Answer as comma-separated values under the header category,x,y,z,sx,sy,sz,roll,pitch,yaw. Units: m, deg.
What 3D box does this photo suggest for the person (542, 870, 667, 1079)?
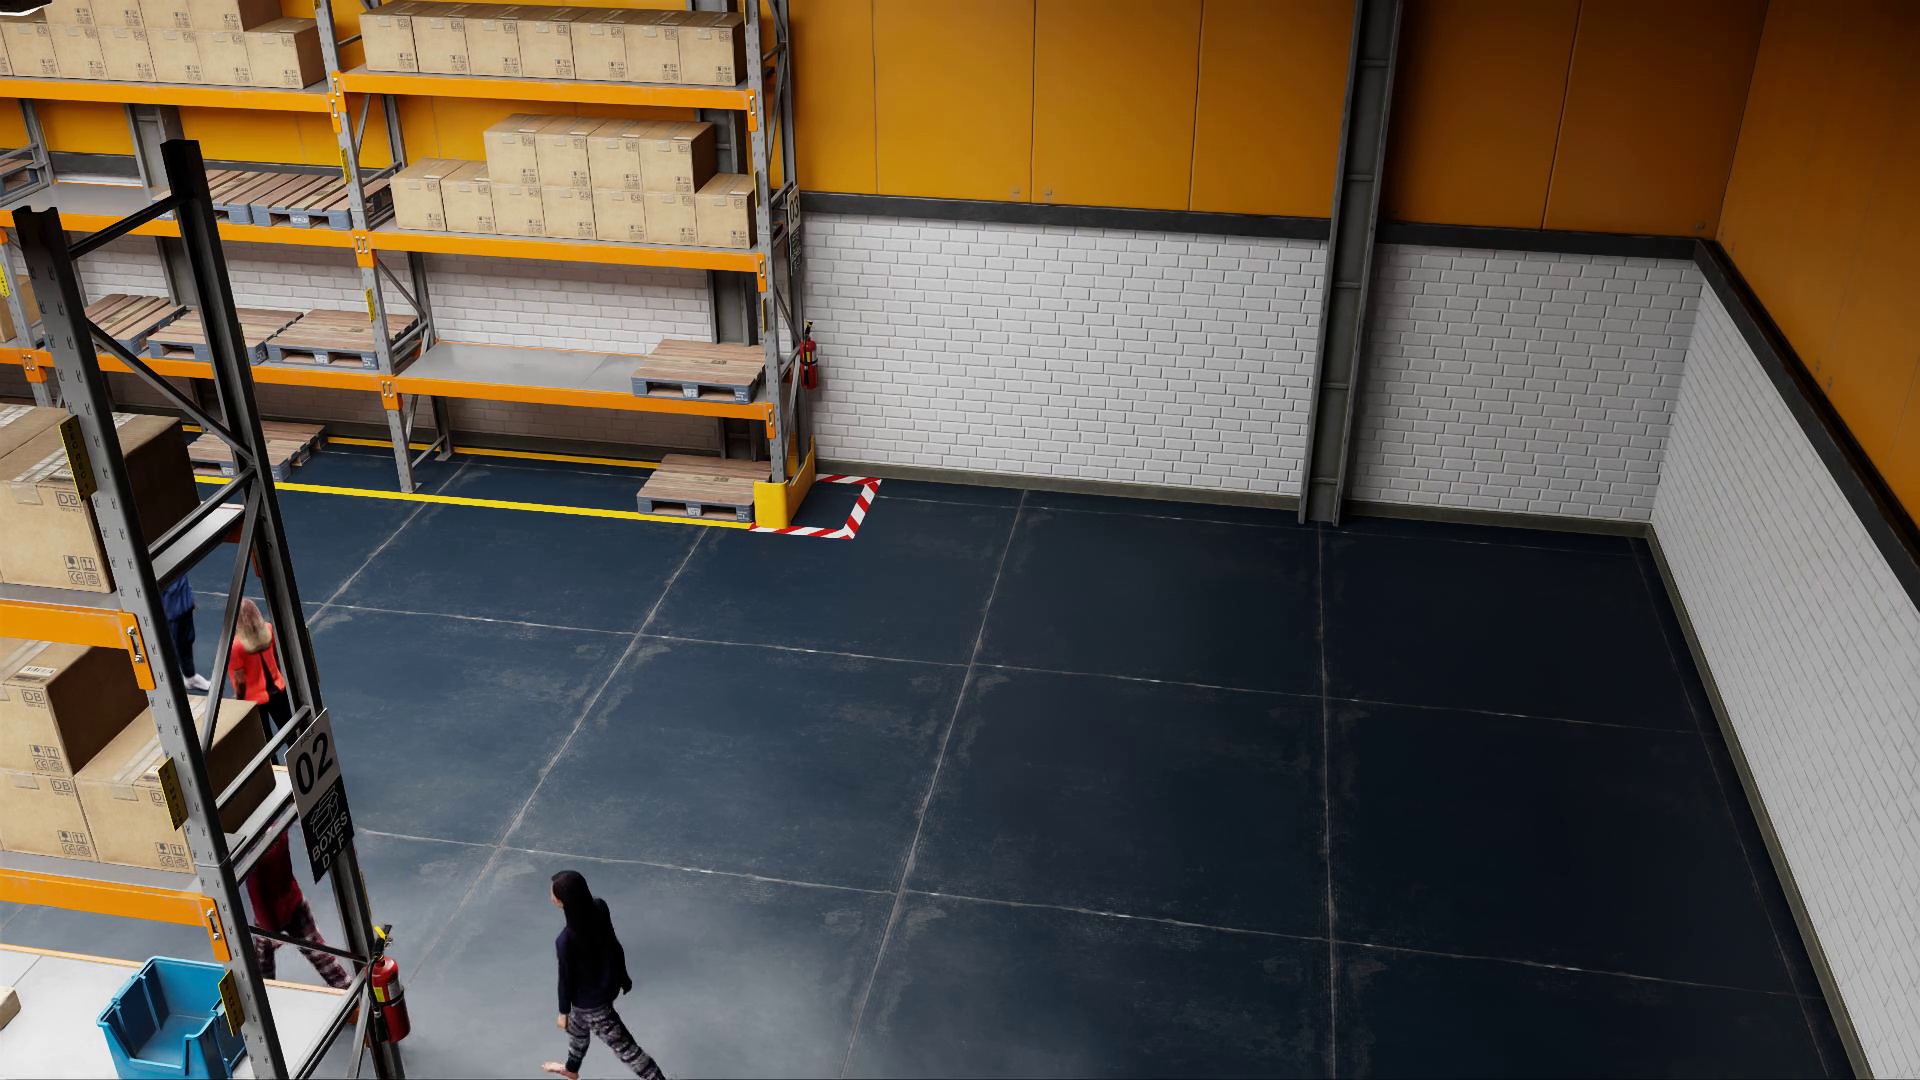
category,x,y,z,sx,sy,sz,roll,pitch,yaw
person,-2.034,2.666,9.692,1.186,1.680,0.700,9,30,16

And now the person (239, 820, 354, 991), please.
category,x,y,z,sx,sy,sz,roll,pitch,yaw
person,-4.168,2.311,10.368,1.083,1.656,0.708,8,30,14

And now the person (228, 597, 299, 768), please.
category,x,y,z,sx,sy,sz,roll,pitch,yaw
person,-5.197,1.167,12.425,0.623,1.695,0.650,14,31,23
